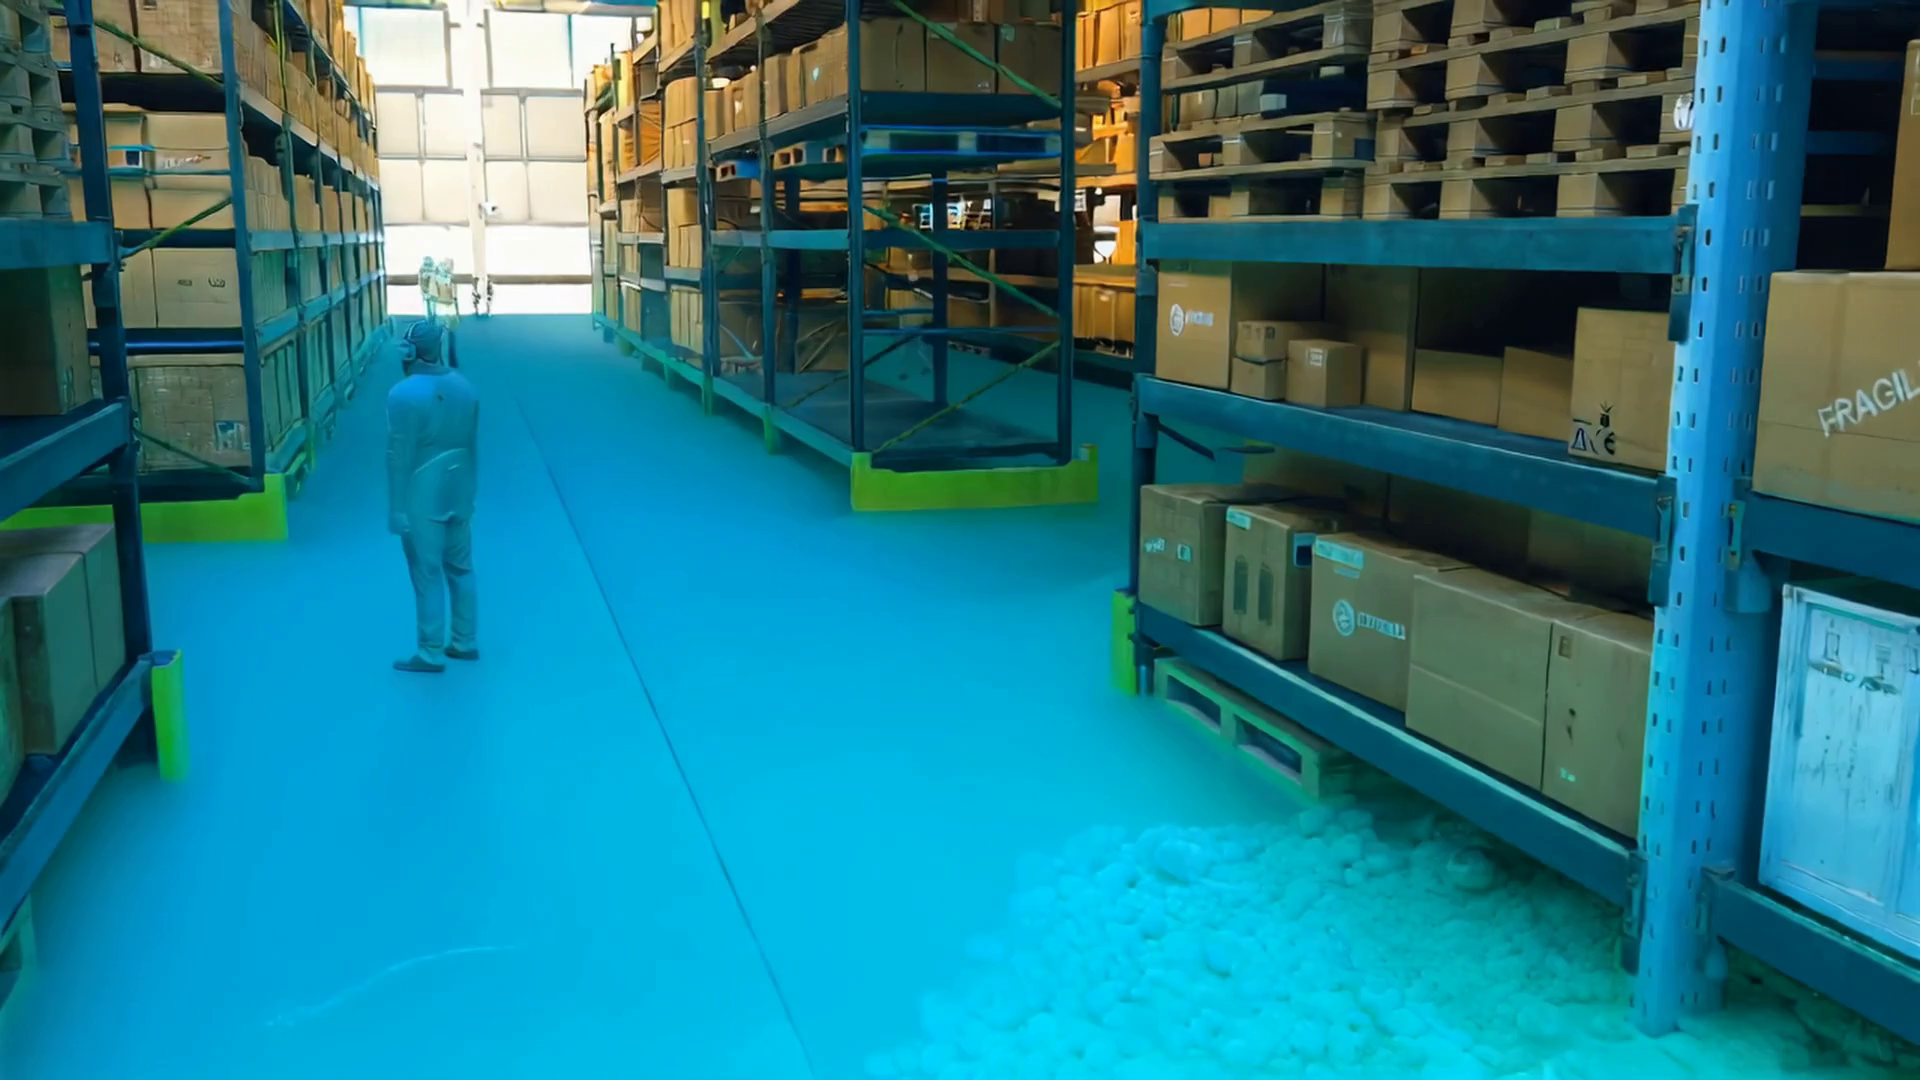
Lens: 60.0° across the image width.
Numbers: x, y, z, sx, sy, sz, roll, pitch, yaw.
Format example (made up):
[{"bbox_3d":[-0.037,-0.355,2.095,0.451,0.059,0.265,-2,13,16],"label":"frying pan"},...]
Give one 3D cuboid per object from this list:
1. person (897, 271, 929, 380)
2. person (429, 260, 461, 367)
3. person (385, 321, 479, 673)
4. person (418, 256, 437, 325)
[{"bbox_3d":[-0.792,-3.513,27.304,0.618,1.790,0.568,-7,13,-35],"label":"person"},{"bbox_3d":[-9.283,-4.083,30.056,0.542,1.931,0.376,-9,14,-41],"label":"person"},{"bbox_3d":[-2.888,-0.235,9.062,0.398,1.899,0.647,4,11,20],"label":"person"},{"bbox_3d":[-13.854,-6.479,43.441,0.626,1.844,0.429,8,13,38],"label":"person"}]
